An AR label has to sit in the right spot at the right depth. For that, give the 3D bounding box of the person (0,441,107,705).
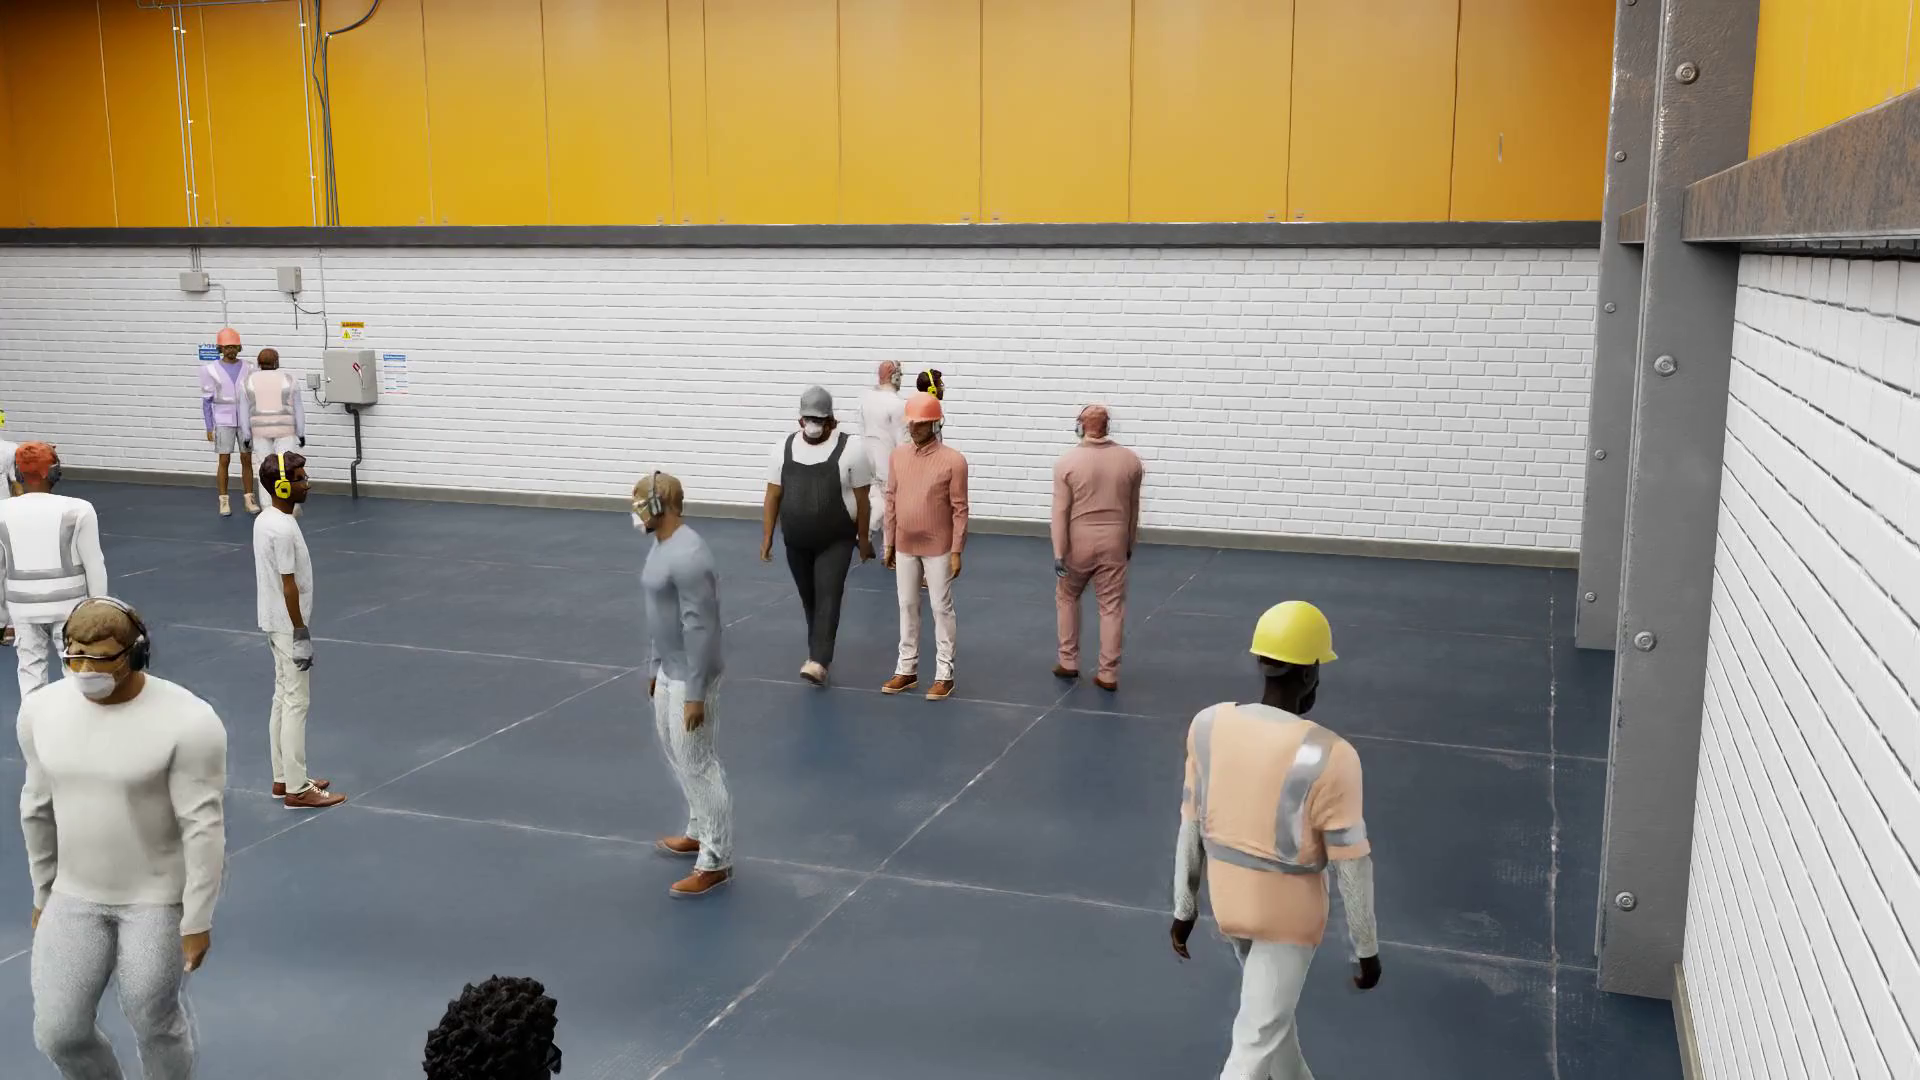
[{"bbox_3d":[-4.914,0.404,8.987,0.584,1.882,0.337,-3,10,-15],"label":"person"}]

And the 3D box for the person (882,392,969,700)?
[{"bbox_3d":[-0.235,0.035,10.754,0.608,1.995,0.378,6,12,30],"label":"person"}]

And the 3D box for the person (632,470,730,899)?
[{"bbox_3d":[-1.268,0.641,7.628,0.403,1.904,0.699,-4,11,-21],"label":"person"}]

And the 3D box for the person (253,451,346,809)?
[{"bbox_3d":[-3.476,0.466,8.676,0.327,1.872,0.516,-7,12,-33],"label":"person"}]

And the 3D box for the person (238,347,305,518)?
[{"bbox_3d":[-7.351,-1.142,17.823,0.634,1.841,0.429,-3,10,-15],"label":"person"}]

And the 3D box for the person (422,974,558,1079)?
[{"bbox_3d":[-0.779,1.577,2.906,0.531,1.697,0.320,4,11,21],"label":"person"}]

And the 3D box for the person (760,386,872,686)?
[{"bbox_3d":[-1.002,-0.049,11.097,0.706,2.000,1.019,3,11,17],"label":"person"}]

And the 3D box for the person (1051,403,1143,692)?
[{"bbox_3d":[0.876,0.039,11.064,0.658,1.886,0.724,-2,10,-13],"label":"person"}]

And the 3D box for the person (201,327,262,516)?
[{"bbox_3d":[-7.861,-1.280,18.026,0.613,2.040,0.394,-7,12,-36],"label":"person"}]

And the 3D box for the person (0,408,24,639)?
[{"bbox_3d":[-7.054,-0.122,12.081,0.518,1.844,0.847,-5,11,-27],"label":"person"}]

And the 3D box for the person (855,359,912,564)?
[{"bbox_3d":[-0.651,-0.702,15.204,0.447,1.893,0.646,-6,12,-31],"label":"person"}]

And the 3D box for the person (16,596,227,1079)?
[{"bbox_3d":[-2.506,1.096,4.992,0.641,1.918,0.486,0,10,3],"label":"person"}]

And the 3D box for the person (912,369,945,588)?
[{"bbox_3d":[-0.250,-0.524,14.241,0.316,1.874,0.532,1,10,4],"label":"person"}]

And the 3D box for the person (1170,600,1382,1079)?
[{"bbox_3d":[0.969,1.107,5.060,0.995,1.869,0.617,-9,13,-41],"label":"person"}]
